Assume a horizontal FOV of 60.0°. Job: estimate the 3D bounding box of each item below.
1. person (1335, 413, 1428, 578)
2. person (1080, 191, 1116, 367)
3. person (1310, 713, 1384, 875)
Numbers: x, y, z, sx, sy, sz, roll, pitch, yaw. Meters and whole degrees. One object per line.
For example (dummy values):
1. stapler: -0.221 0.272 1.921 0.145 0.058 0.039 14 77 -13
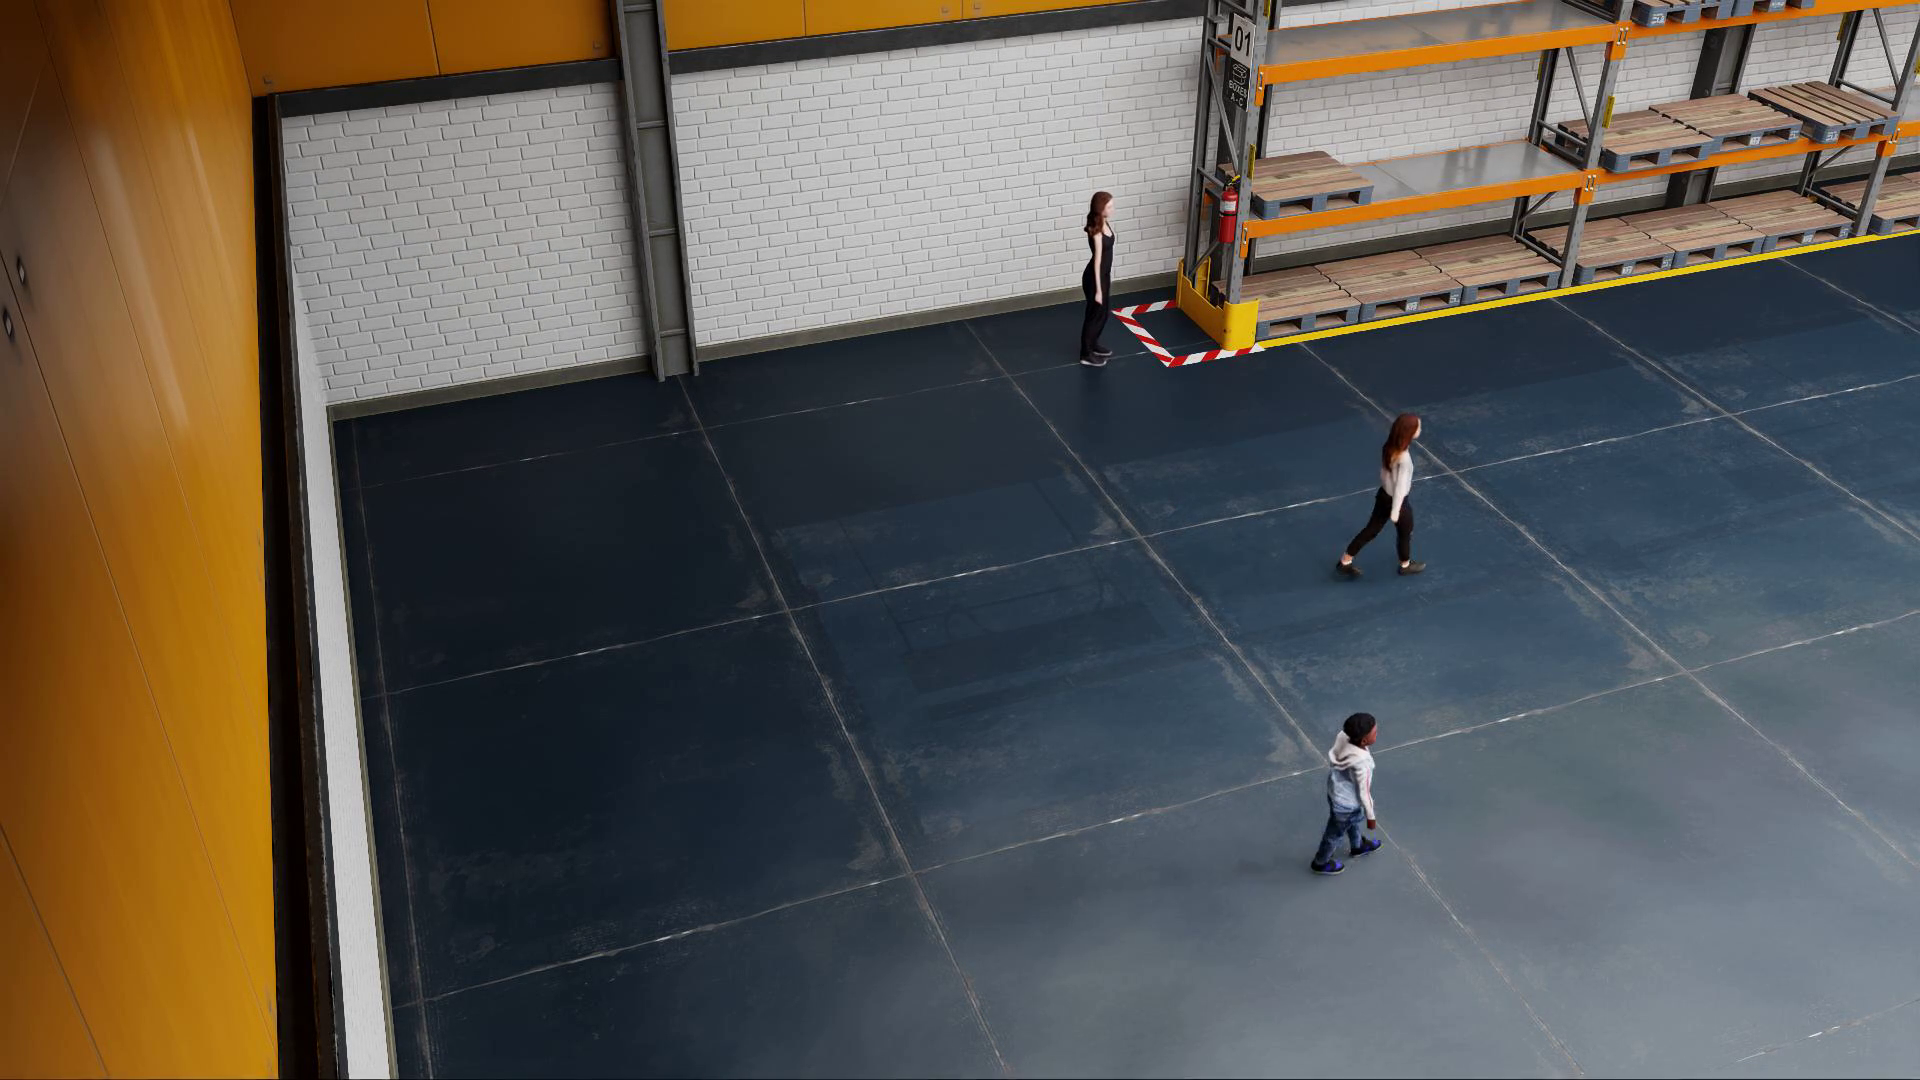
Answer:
1. person: 3.255 -0.306 12.799 1.010 1.454 0.671 -5 34 -8
2. person: 1.296 -2.498 15.836 0.698 1.742 0.672 9 35 13
3. person: 2.305 1.564 10.176 0.763 1.243 0.592 -5 34 -7
